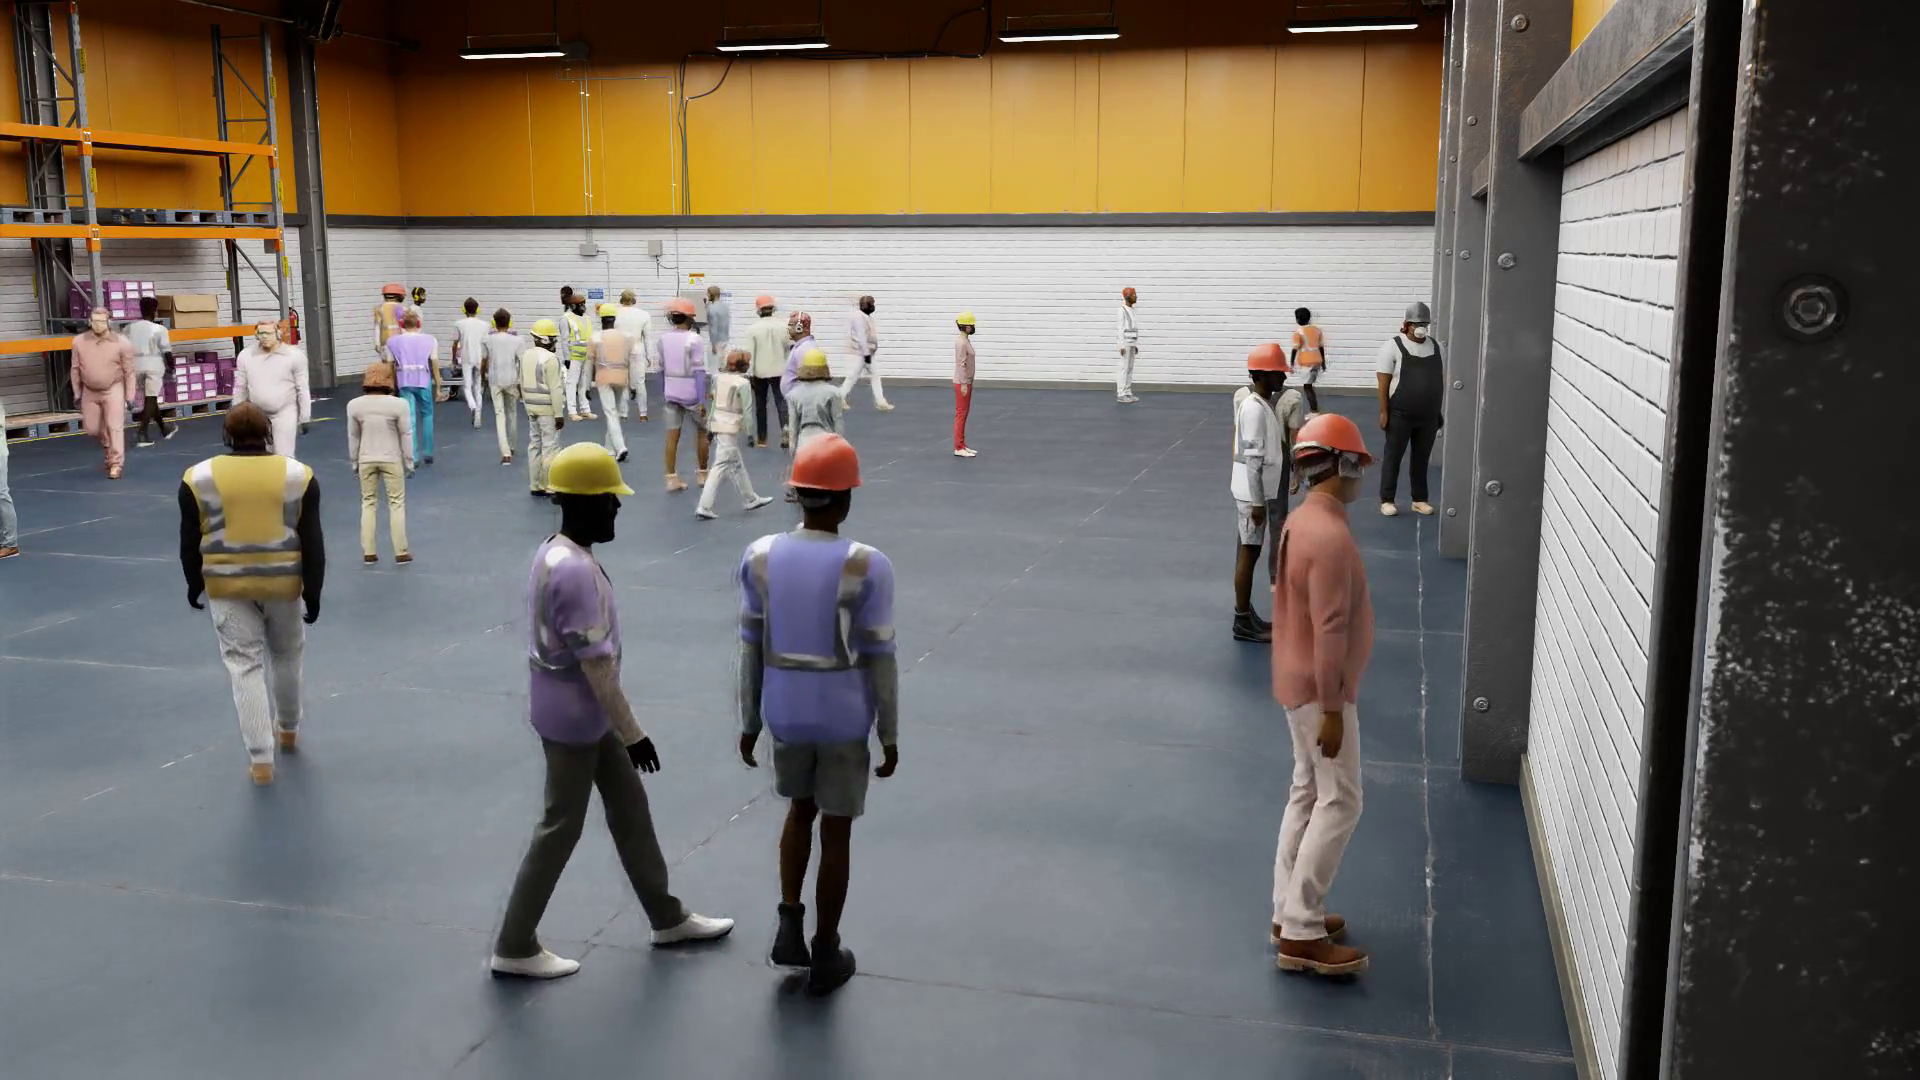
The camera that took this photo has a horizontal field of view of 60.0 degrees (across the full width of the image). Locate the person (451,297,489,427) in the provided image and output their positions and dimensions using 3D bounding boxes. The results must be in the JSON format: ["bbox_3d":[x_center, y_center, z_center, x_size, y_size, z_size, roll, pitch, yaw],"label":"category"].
[{"bbox_3d":[-6.897,-2.508,23.531,0.524,1.842,0.759,-6,12,-30],"label":"person"}]

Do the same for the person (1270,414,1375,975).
[{"bbox_3d":[1.309,0.536,5.986,0.370,1.947,0.722,0,10,0],"label":"person"}]

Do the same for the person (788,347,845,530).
[{"bbox_3d":[-1.224,-0.742,13.837,0.490,1.722,0.677,4,11,23],"label":"person"}]

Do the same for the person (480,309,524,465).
[{"bbox_3d":[-5.417,-1.820,19.703,0.511,1.815,1.016,-4,11,-21],"label":"person"}]

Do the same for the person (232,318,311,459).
[{"bbox_3d":[-6.540,-1.149,15.733,0.668,1.881,0.775,0,10,1],"label":"person"}]

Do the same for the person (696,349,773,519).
[{"bbox_3d":[-2.166,-1.003,15.687,0.896,1.591,0.546,-7,12,-36],"label":"person"}]

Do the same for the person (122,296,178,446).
[{"bbox_3d":[-10.477,-2.198,21.582,0.618,1.898,1.016,2,10,9],"label":"person"}]

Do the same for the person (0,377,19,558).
[{"bbox_3d":[-7.968,-0.661,13.643,0.498,1.633,0.279,9,14,42],"label":"person"}]

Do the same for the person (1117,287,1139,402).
[{"bbox_3d":[2.786,-3.200,27.356,0.376,1.877,0.599,6,12,30],"label":"person"}]

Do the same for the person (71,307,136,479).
[{"bbox_3d":[-9.448,-1.627,18.392,0.660,1.886,0.545,-1,10,-8],"label":"person"}]

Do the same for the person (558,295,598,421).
[{"bbox_3d":[-5.592,-2.679,24.484,0.428,1.845,0.621,6,12,31],"label":"person"}]

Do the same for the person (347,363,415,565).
[{"bbox_3d":[-4.652,-0.607,13.375,0.508,1.628,0.283,0,10,-2],"label":"person"}]

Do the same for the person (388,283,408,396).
[{"bbox_3d":[-9.575,-3.398,28.355,0.449,1.925,0.555,-9,14,-42],"label":"person"}]

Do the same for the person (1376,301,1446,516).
[{"bbox_3d":[4.319,-1.243,15.788,0.688,2.000,0.535,-2,10,-13],"label":"person"}]

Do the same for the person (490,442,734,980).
[{"bbox_3d":[-1.270,0.597,5.814,0.769,1.900,0.595,-2,10,-11],"label":"person"}]

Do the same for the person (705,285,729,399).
[{"bbox_3d":[-3.976,-3.291,27.733,0.614,1.921,0.637,3,10,15],"label":"person"}]

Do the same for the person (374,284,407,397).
[{"bbox_3d":[-9.729,-3.411,28.437,0.565,1.902,0.847,-5,11,-26],"label":"person"}]

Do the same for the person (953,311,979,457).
[{"bbox_3d":[0.075,-1.900,20.289,0.312,1.766,0.533,1,10,6],"label":"person"}]

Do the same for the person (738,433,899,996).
[{"bbox_3d":[-0.467,0.596,5.690,0.573,1.924,0.415,3,11,18],"label":"person"}]

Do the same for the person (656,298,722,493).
[{"bbox_3d":[-2.826,-1.513,17.401,0.629,2.010,0.855,5,11,26],"label":"person"}]

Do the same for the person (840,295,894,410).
[{"bbox_3d":[-1.543,-2.914,25.957,0.937,1.804,0.627,3,11,18],"label":"person"}]

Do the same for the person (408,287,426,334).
[{"bbox_3d":[-9.423,-3.439,28.813,0.442,1.850,0.536,0,10,-2],"label":"person"}]

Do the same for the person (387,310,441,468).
[{"bbox_3d":[-6.395,-1.779,19.485,0.586,1.800,0.911,-3,10,-16],"label":"person"}]

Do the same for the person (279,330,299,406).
[{"bbox_3d":[-8.034,-1.701,19.629,0.538,1.585,0.851,-3,10,-17],"label":"person"}]

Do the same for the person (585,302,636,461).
[{"bbox_3d":[-4.168,-1.897,19.932,0.598,1.892,0.953,-7,12,-33],"label":"person"}]

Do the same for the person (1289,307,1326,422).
[{"bbox_3d":[5.091,-2.556,24.249,0.549,1.660,0.509,-7,12,-36],"label":"person"}]

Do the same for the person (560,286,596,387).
[{"bbox_3d":[-6.974,-3.639,29.949,1.129,1.837,0.611,-5,11,-28],"label":"person"}]

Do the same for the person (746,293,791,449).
[{"bbox_3d":[-2.384,-2.117,20.934,0.621,1.973,0.837,-3,11,-18],"label":"person"}]

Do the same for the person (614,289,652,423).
[{"bbox_3d":[-4.782,-2.662,24.113,0.635,1.936,0.354,-2,10,-13],"label":"person"}]

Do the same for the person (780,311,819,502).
[{"bbox_3d":[-1.597,-1.333,16.679,0.409,1.909,0.641,0,10,-2],"label":"person"}]

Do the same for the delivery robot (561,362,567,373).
[{"bbox_3d":[-6.766,-2.817,28.641,0.707,0.478,0.477,-2,10,-10],"label":"delivery robot"}]

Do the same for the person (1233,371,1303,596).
[{"bbox_3d":[2.248,-0.505,12.192,0.505,1.842,0.332,3,10,17],"label":"person"}]

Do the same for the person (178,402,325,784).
[{"bbox_3d":[-3.459,0.223,8.150,0.625,1.801,0.898,-5,11,-26],"label":"person"}]

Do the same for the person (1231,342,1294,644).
[{"bbox_3d":[1.951,-0.311,10.798,0.372,1.939,0.544,2,10,13],"label":"person"}]

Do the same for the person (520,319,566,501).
[{"bbox_3d":[-4.168,-1.307,16.749,0.596,1.828,0.403,10,14,44],"label":"person"}]

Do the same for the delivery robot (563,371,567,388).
[{"bbox_3d":[-6.843,-2.726,28.124,0.707,0.478,0.477,0,10,3],"label":"delivery robot"}]
